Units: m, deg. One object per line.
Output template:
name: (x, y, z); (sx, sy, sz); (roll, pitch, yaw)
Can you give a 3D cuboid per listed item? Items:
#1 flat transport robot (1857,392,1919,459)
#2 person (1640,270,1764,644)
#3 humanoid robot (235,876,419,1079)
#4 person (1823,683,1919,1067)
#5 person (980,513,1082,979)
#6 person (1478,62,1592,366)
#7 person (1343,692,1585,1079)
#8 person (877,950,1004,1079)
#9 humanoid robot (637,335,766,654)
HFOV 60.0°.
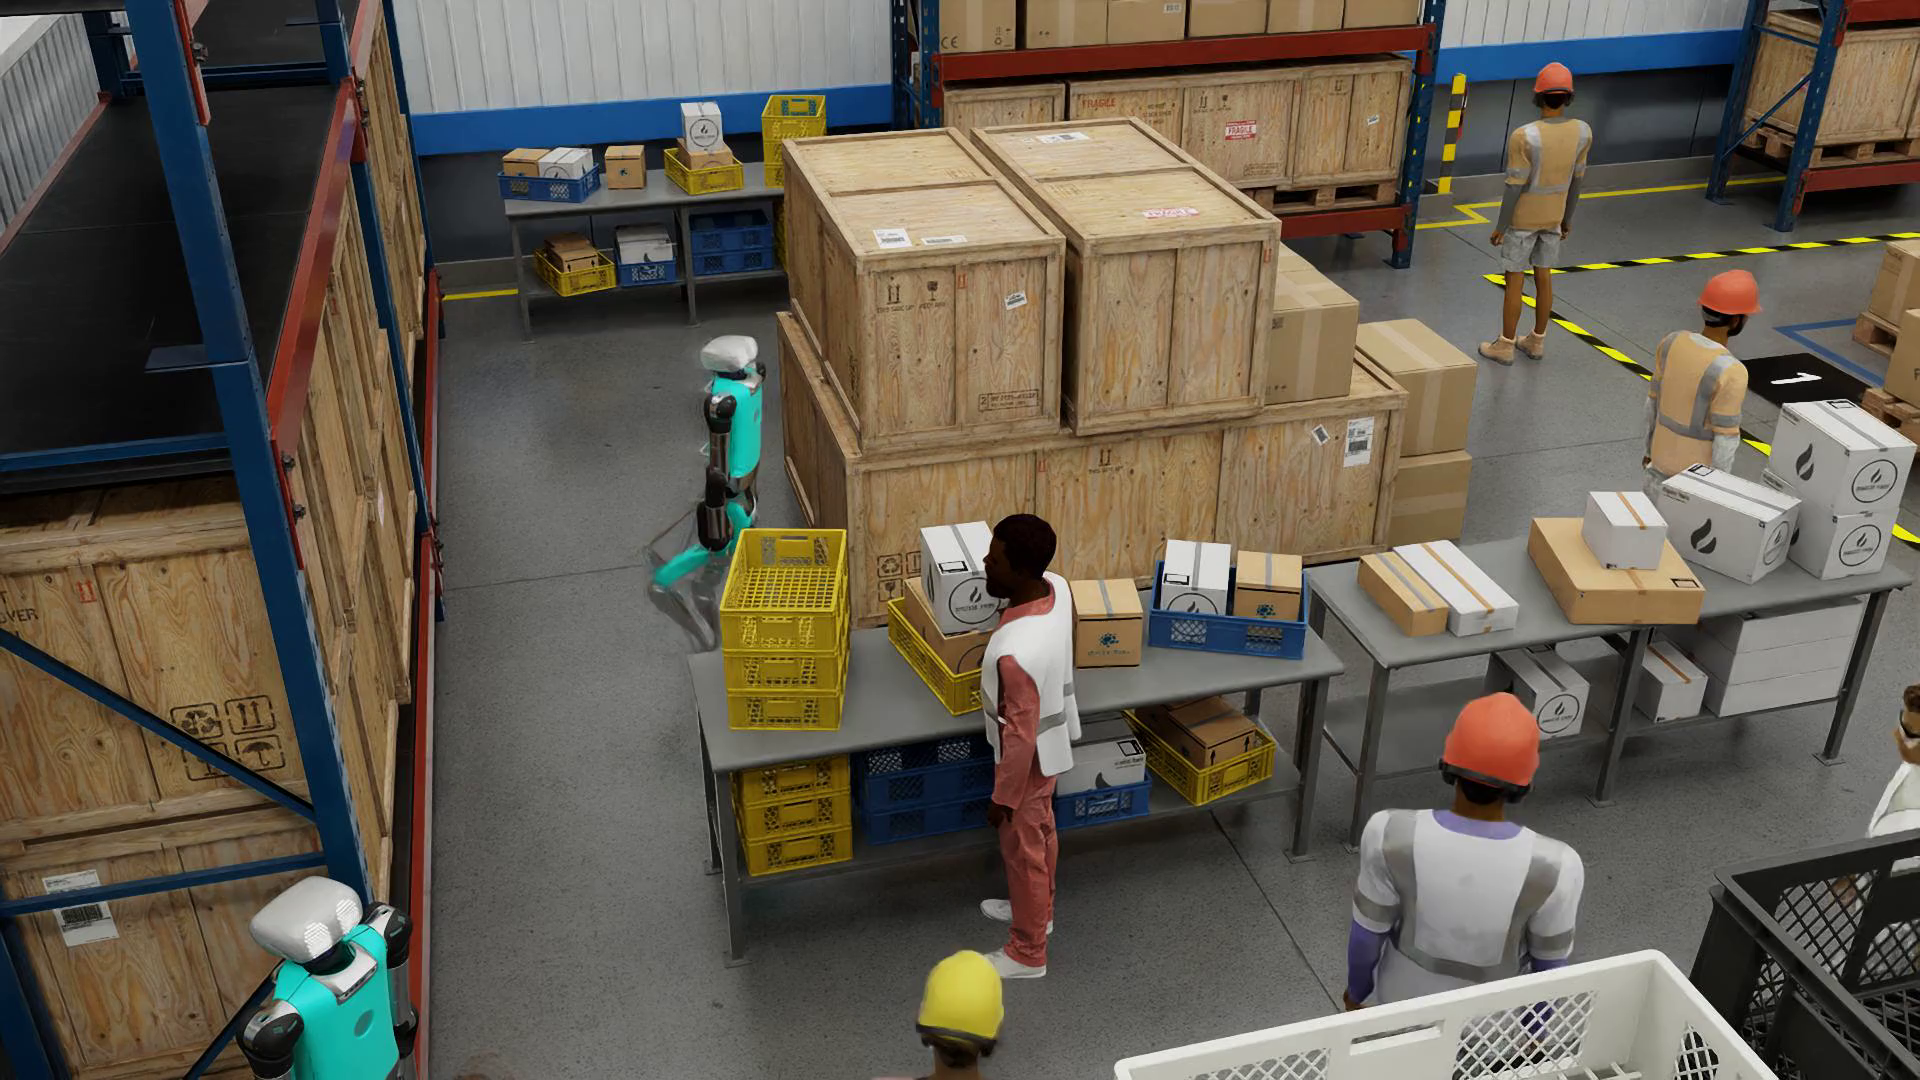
flat transport robot: (6.182, -0.562, 10.108); (0.652, 0.197, 1.431); (-8, 30, -14)
person: (3.550, -0.382, 8.084); (0.365, 1.933, 0.552); (-9, 30, -16)
humanoid robot: (-1.827, 1.583, 4.583); (0.735, 1.677, 0.533); (12, 31, 21)
person: (2.933, 1.231, 5.270); (0.486, 1.827, 0.587); (13, 32, 23)
person: (0.235, 0.761, 6.023); (0.391, 1.921, 0.590); (6, 29, 10)
person: (3.873, -2.185, 11.247); (0.613, 2.039, 0.380); (-9, 30, -17)
person: (1.435, 1.328, 4.876); (0.630, 2.043, 0.404); (9, 30, 16)
person: (0.001, 1.803, 4.309); (0.539, 1.746, 0.392); (3, 29, 6)
humanoid robot: (-1.239, -0.077, 7.850); (0.708, 1.892, 0.537); (6, 29, 11)
